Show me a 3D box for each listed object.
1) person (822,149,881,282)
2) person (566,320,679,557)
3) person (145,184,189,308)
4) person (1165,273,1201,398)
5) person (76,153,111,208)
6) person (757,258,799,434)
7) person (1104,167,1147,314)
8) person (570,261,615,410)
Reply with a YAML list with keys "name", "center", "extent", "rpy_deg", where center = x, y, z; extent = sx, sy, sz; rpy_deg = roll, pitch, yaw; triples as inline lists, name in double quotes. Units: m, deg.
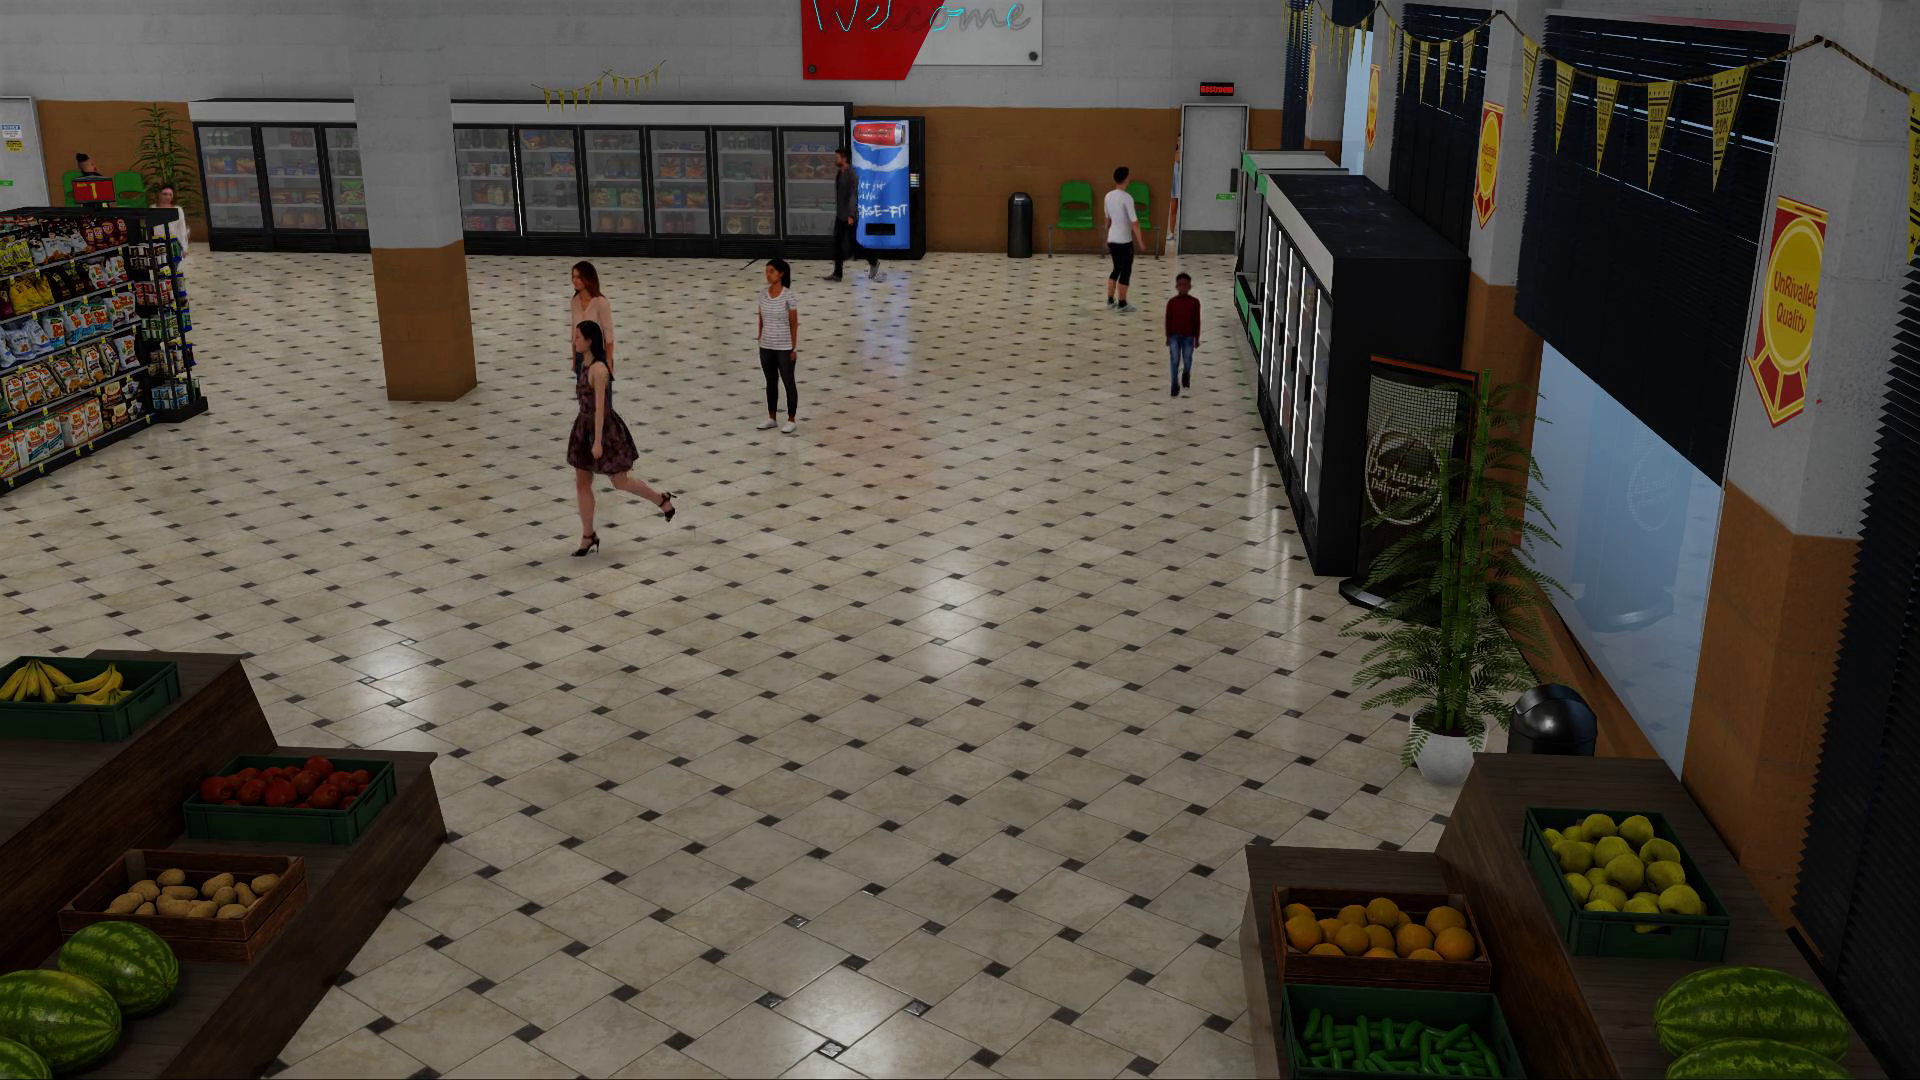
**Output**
- name: "person"
  center: [-1.511, -4.552, 23.402]
  extent: [1.138, 1.847, 1.145]
  rpy_deg: [-11, 21, -29]
- name: "person"
  center: [-2.563, -0.730, 12.221]
  extent: [1.112, 1.749, 1.101]
  rpy_deg: [-12, 22, -32]
- name: "person"
  center: [-9.988, -3.639, 21.023]
  extent: [0.739, 1.637, 1.171]
  rpy_deg: [-1, 19, -3]
- name: "person"
  center: [2.299, -2.129, 17.171]
  extent: [0.522, 1.236, 0.885]
  rpy_deg: [2, 19, 7]
- name: "person"
  center: [-11.901, -4.390, 22.899]
  extent: [0.920, 1.861, 0.799]
  rpy_deg: [-7, 20, -20]
- name: "person"
  center: [-1.704, -1.836, 15.661]
  extent: [0.644, 1.646, 0.650]
  rpy_deg: [10, 21, 28]
- name: "person"
  center: [2.021, -3.821, 21.233]
  extent: [0.868, 1.848, 0.793]
  rpy_deg: [-13, 22, -33]
- name: "person"
  center: [-3.215, -1.567, 14.638]
  extent: [0.671, 1.789, 0.661]
  rpy_deg: [10, 21, 28]
